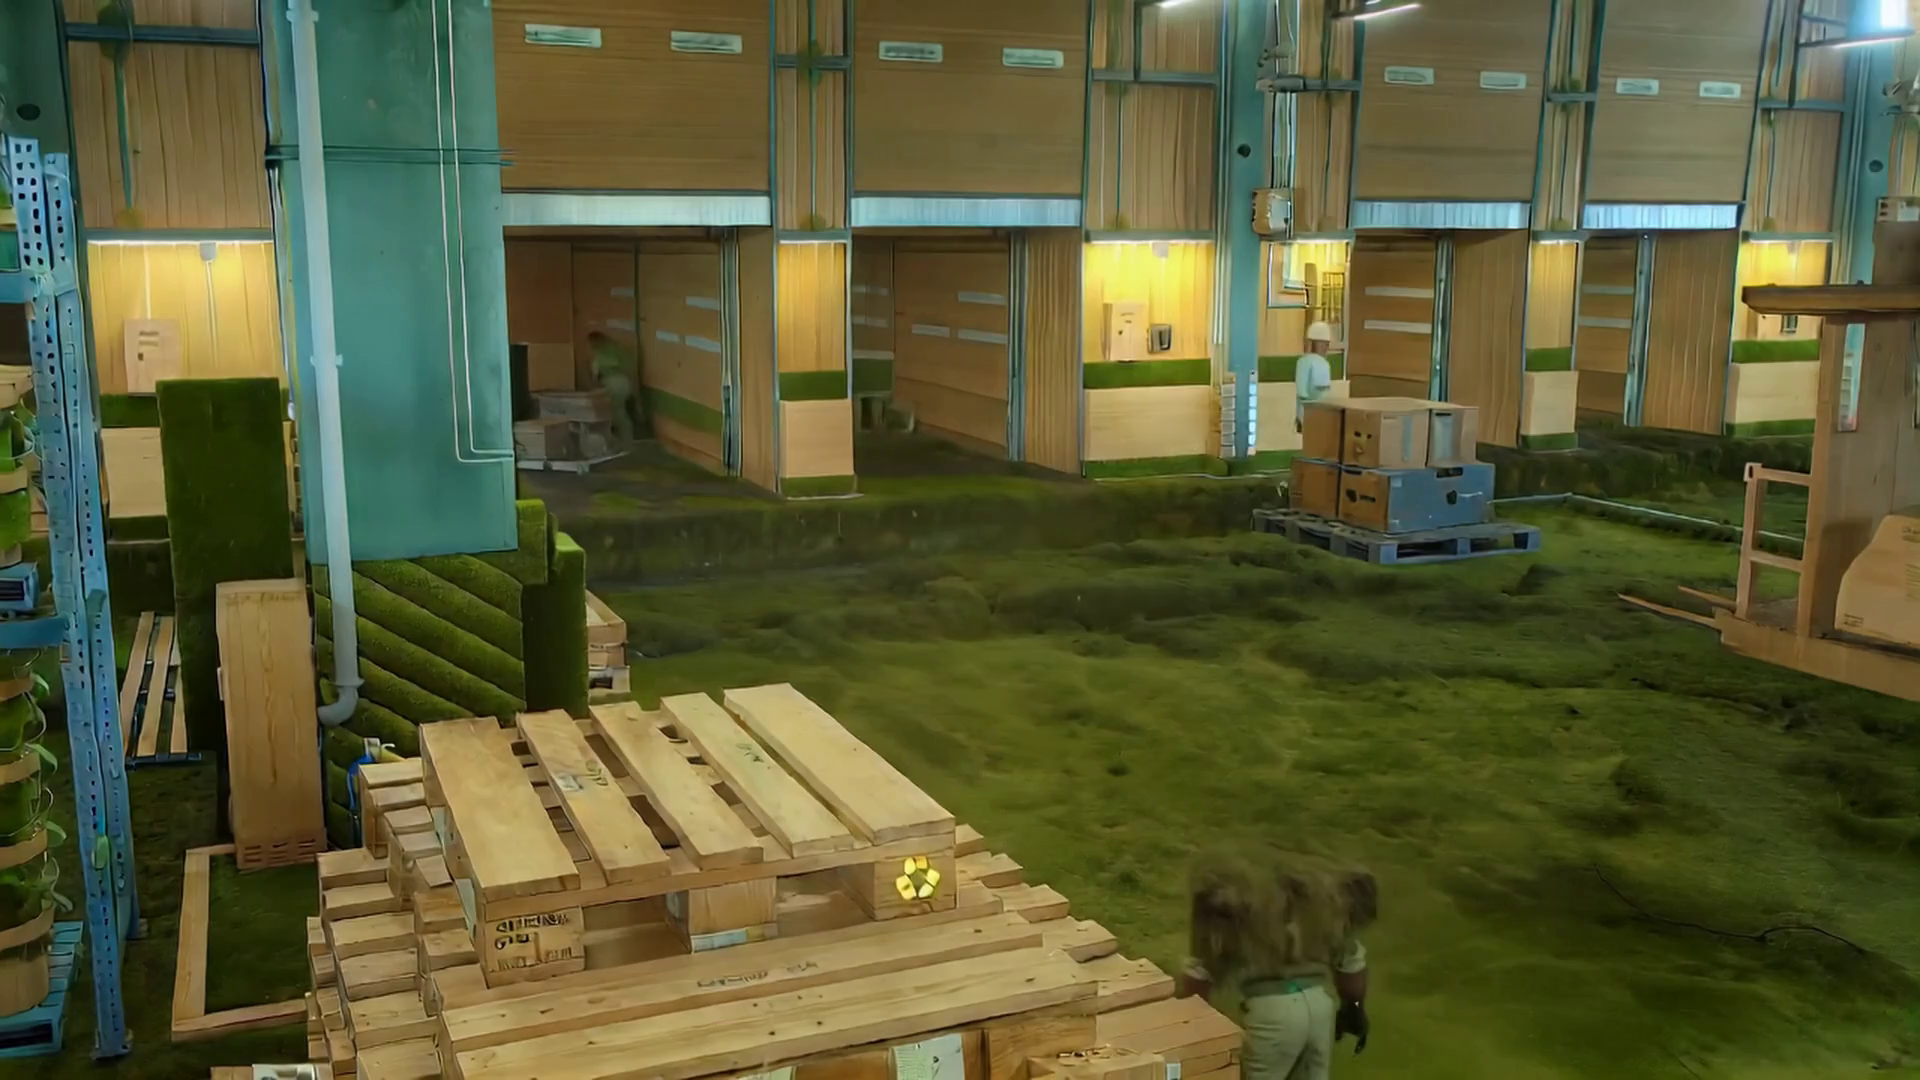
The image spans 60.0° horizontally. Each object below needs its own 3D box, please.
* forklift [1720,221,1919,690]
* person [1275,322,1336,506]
[{"bbox_3d":[5.949,-0.550,10.218,1.129,2.768,1.873,-4,11,-23],"label":"forklift"},{"bbox_3d":[3.474,-1.213,16.547,0.619,1.910,0.609,-2,11,-12],"label":"person"}]
